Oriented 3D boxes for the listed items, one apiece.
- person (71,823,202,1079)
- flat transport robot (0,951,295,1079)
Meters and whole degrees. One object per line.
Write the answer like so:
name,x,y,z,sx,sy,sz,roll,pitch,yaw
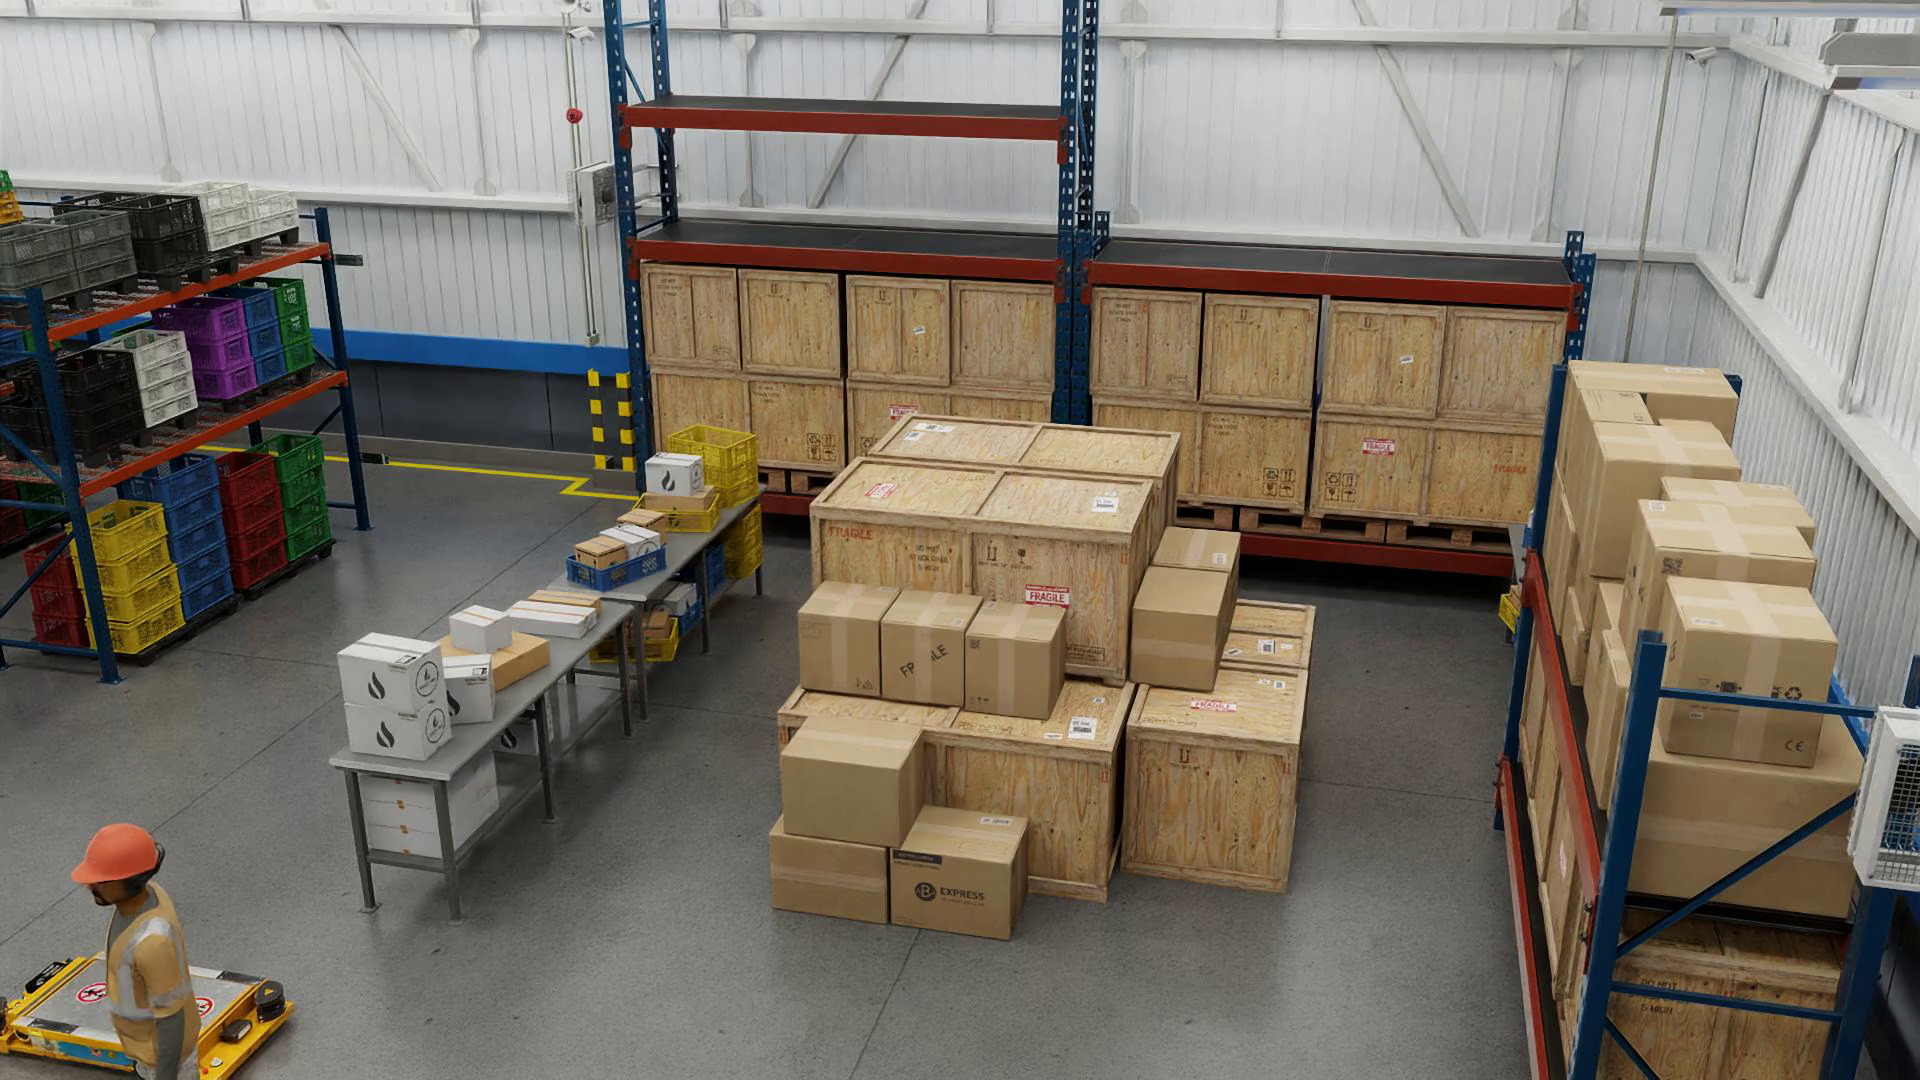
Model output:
person,-3.415,2.106,7.049,0.365,2.048,0.607,-14,25,-32
flat transport robot,-4.270,2.464,8.601,1.431,0.231,0.659,5,22,13
